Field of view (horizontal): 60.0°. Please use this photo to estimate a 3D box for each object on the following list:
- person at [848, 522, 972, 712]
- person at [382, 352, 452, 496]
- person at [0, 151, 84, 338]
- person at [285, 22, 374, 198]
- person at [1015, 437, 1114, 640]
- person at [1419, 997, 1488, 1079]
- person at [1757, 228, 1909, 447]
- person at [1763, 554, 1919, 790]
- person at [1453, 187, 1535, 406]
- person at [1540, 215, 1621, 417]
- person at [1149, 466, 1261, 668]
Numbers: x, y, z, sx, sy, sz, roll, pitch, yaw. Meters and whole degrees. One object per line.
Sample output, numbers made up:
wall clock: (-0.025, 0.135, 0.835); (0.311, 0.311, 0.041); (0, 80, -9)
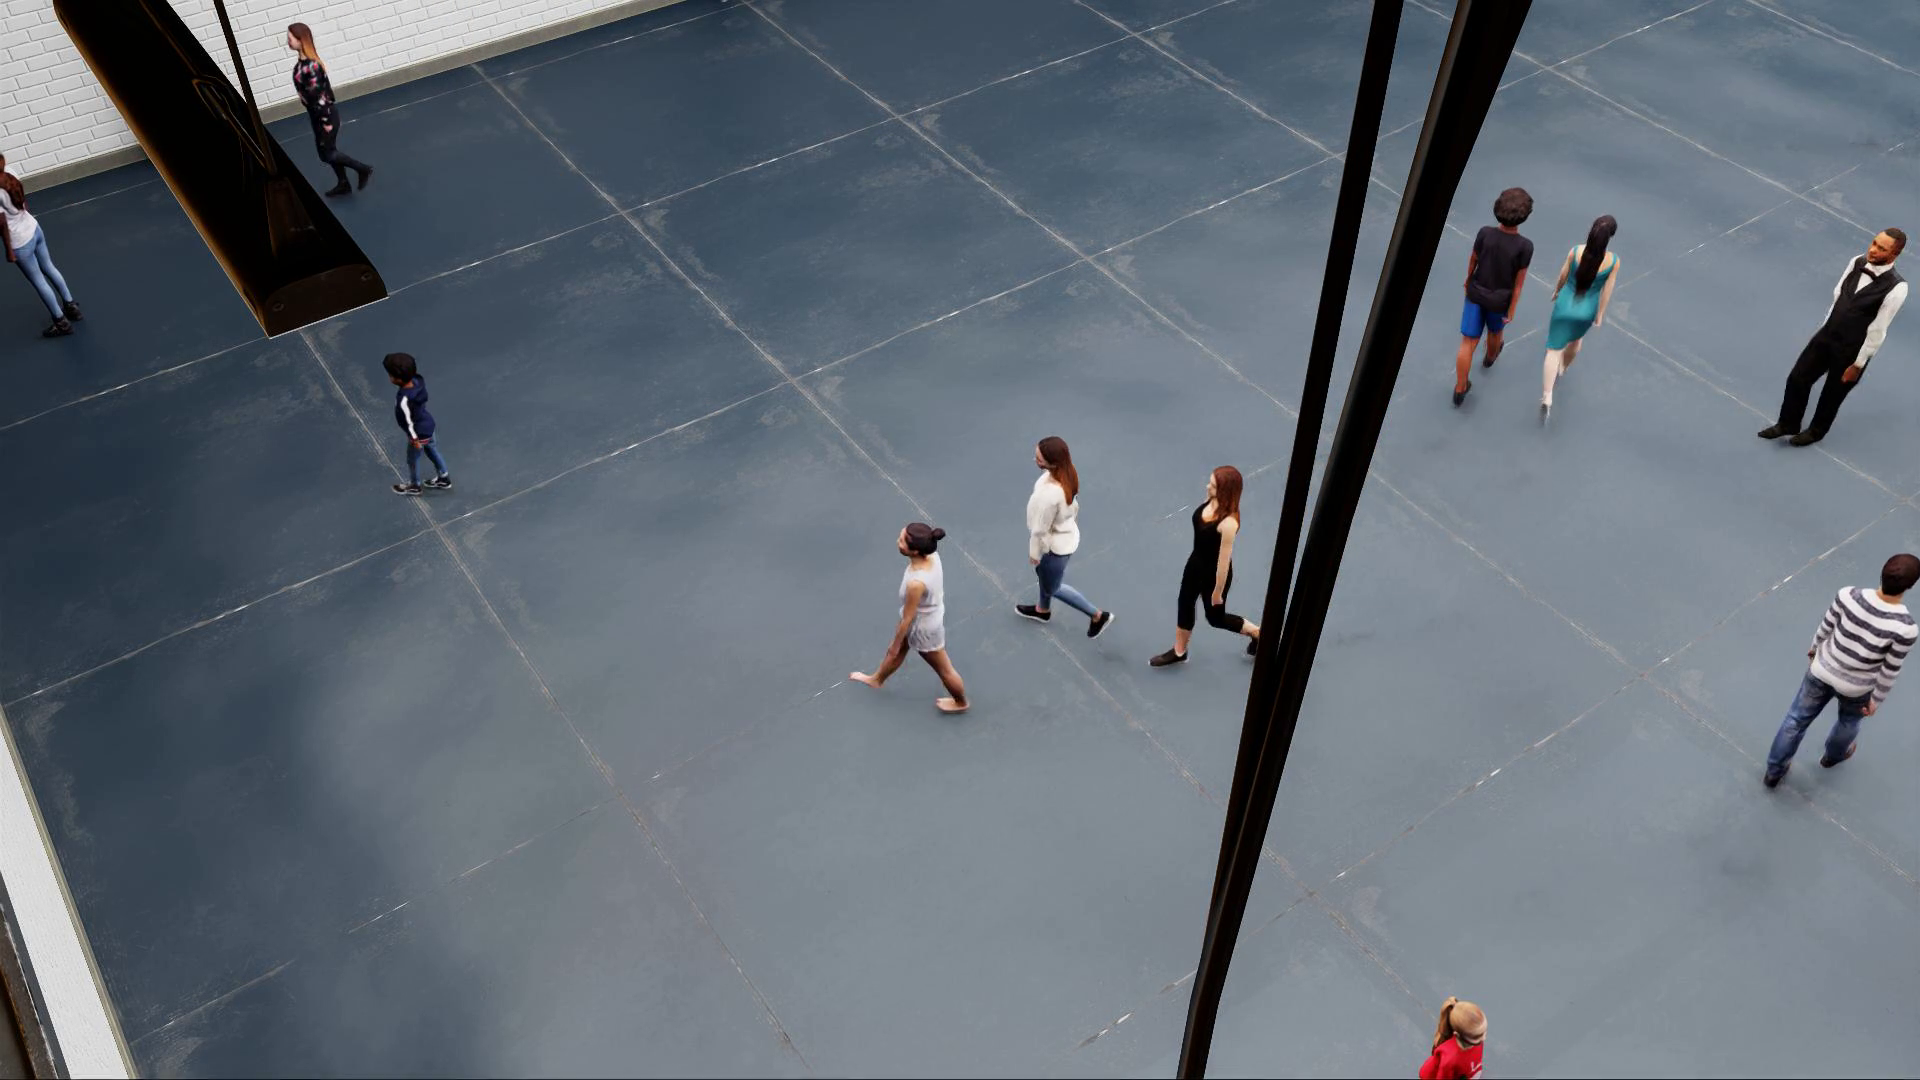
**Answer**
person: (-0.150, 0.525, 10.282); (1.086, 1.567, 1.006); (6, 44, 6)
person: (-3.857, -0.827, 11.959); (0.769, 1.212, 0.702); (0, 44, 0)
person: (-7.456, -2.402, 13.245); (0.705, 1.719, 0.671); (1, 44, 1)
person: (-5.573, -3.794, 14.740); (0.692, 1.672, 0.602); (-23, 48, -22)
person: (0.683, 0.028, 10.725); (1.001, 1.676, 0.985); (14, 45, 15)
person: (2.404, 2.679, 8.228); (0.606, 1.281, 0.510); (29, 51, 27)
person: (6.545, -1.466, 12.127); (0.853, 1.906, 0.813); (-14, 45, -14)
person: (5.141, 0.837, 9.764); (0.949, 1.830, 0.746); (-33, 53, -30)
person: (3.984, -1.794, 12.576); (0.918, 1.761, 1.136); (19, 47, 19)
person: (4.614, -1.675, 12.533); (0.925, 1.648, 1.064); (12, 45, 12)
person: (1.672, 0.198, 10.527); (1.128, 1.704, 0.850); (-8, 44, -9)
